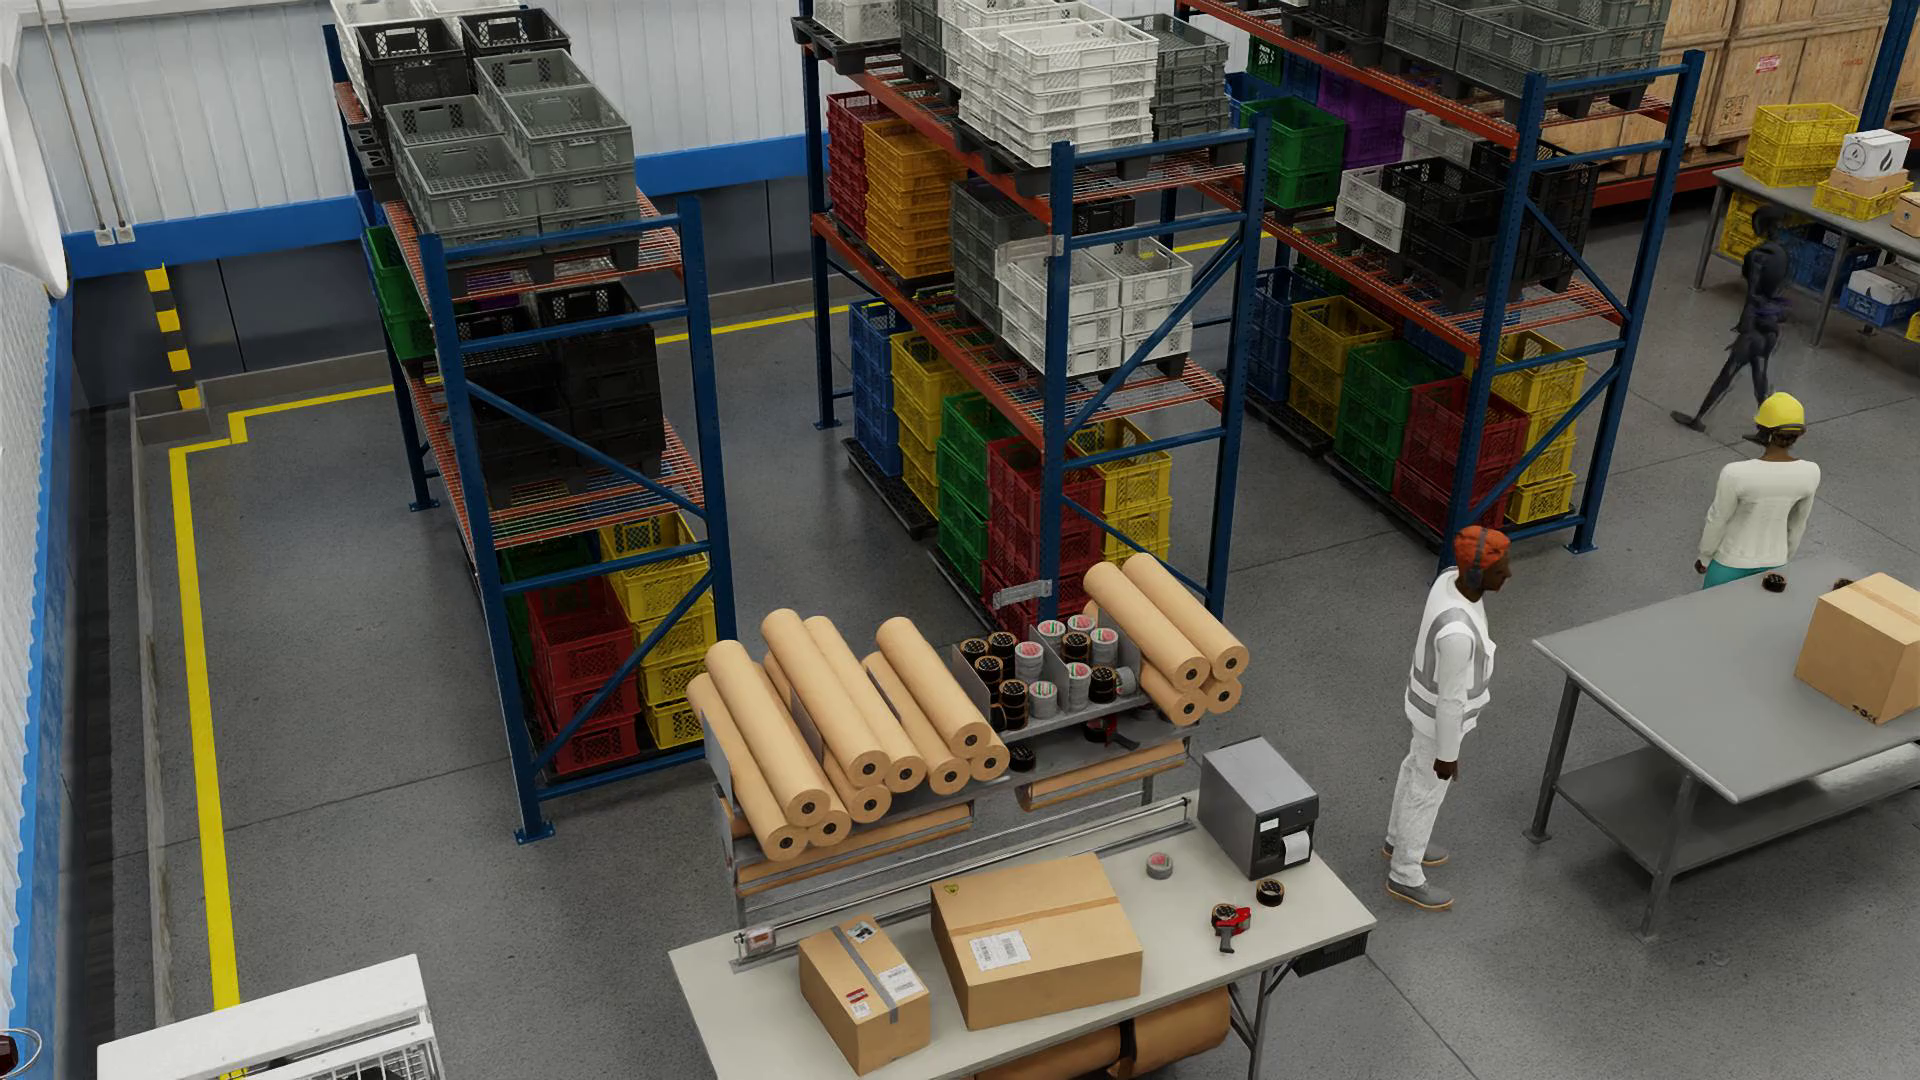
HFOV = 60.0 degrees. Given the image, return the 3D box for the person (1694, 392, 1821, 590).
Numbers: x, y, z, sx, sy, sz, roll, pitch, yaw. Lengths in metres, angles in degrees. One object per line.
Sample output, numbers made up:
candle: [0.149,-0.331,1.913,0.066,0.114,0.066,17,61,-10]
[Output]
person: [3.977,0.075,8.435,0.516,1.753,0.359,-3,32,-5]

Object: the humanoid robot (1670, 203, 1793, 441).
humanoid robot: [5.227,-1.394,10.940,0.623,1.637,0.638,25,40,35]

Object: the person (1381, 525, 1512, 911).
person: [2.094,0.758,7.199,0.339,1.882,0.582,6,32,10]
